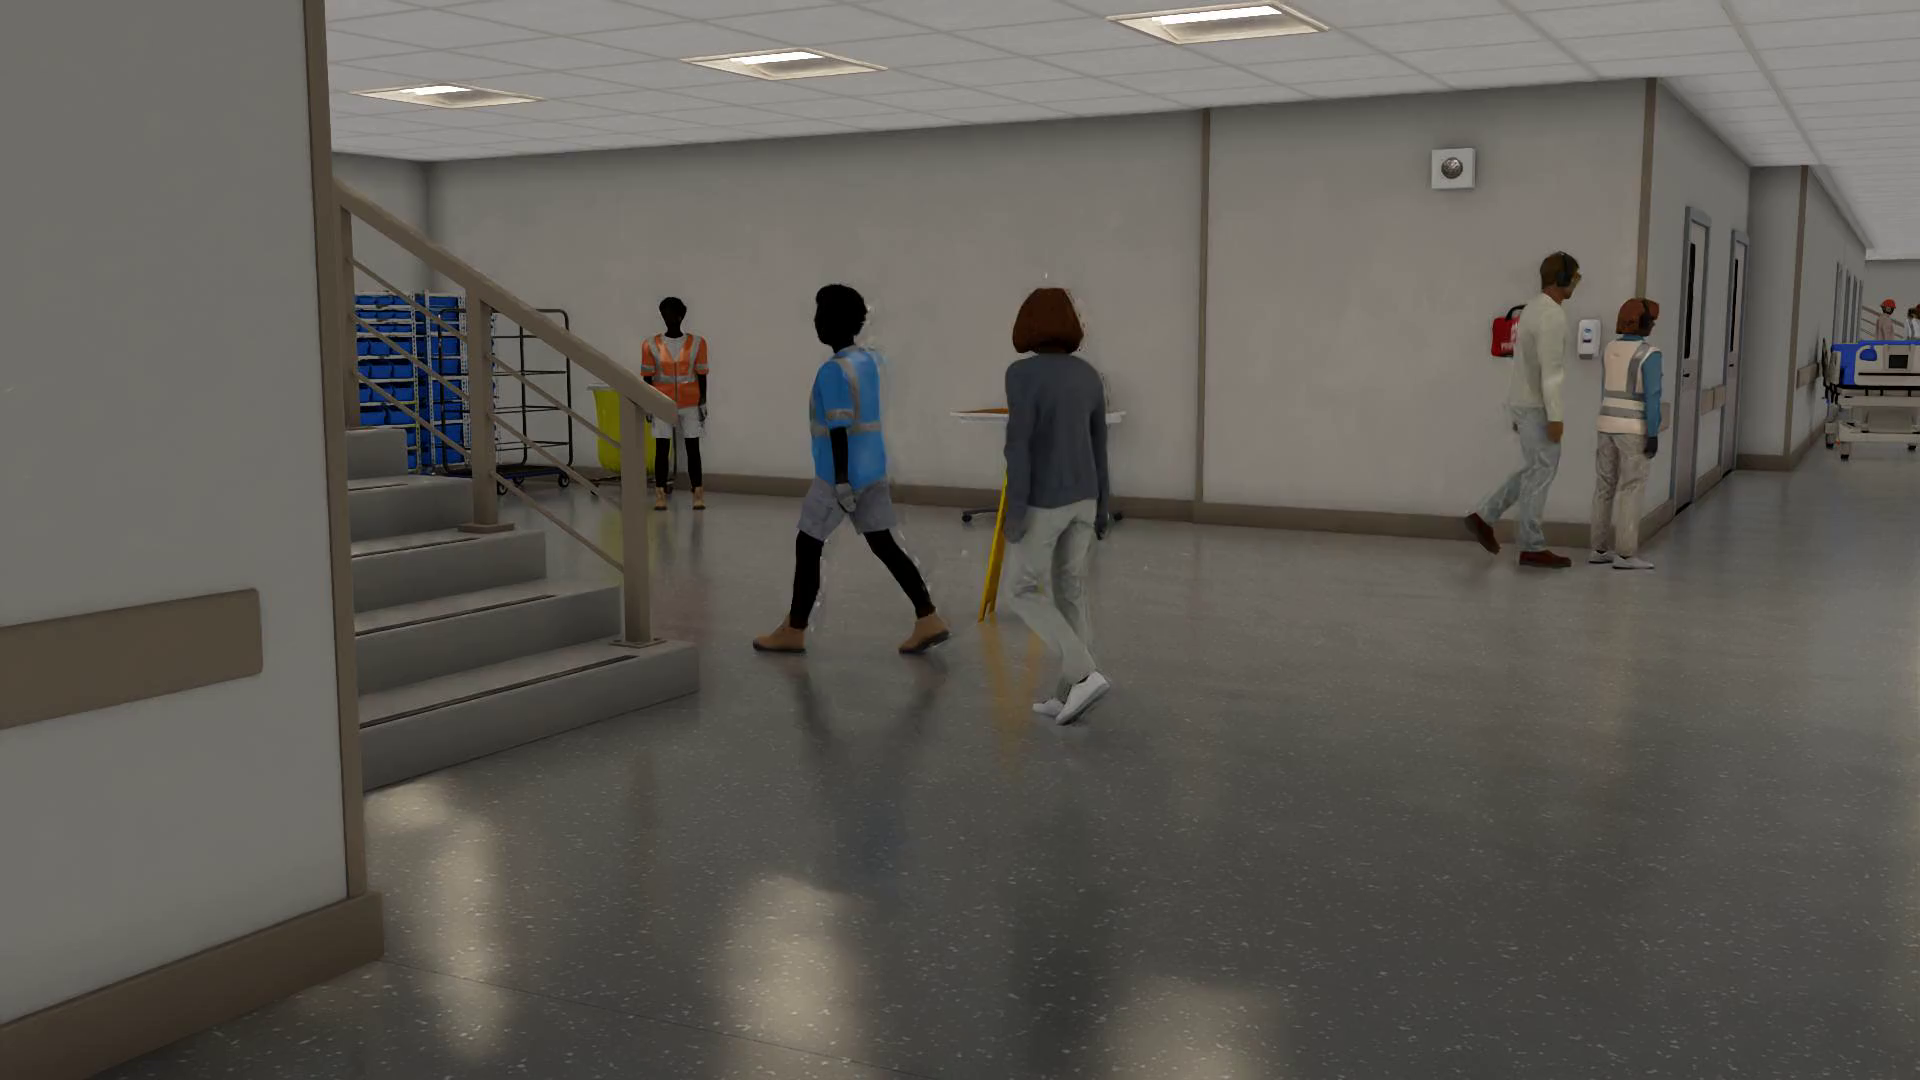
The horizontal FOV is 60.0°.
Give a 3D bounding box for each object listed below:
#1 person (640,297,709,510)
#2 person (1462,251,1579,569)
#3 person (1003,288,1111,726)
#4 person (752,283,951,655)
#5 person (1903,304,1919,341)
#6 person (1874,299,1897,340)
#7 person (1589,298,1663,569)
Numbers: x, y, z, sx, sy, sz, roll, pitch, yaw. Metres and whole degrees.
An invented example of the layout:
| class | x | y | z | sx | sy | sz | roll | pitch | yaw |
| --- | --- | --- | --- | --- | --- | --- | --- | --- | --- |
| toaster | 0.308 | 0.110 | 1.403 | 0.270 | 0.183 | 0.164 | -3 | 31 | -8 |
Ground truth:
| class | x | y | z | sx | sy | sz | roll | pitch | yaw |
| --- | --- | --- | --- | --- | --- | --- | --- | --- | --- |
| person | -2.248 | -1.068 | 13.137 | 0.536 | 1.688 | 0.324 | -1 | 8 | -11 |
| person | 3.444 | -0.792 | 10.149 | 0.589 | 1.918 | 0.629 | 3 | 8 | 20 |
| person | 0.385 | -0.113 | 6.060 | 0.526 | 1.606 | 0.479 | -7 | 10 | -44 |
| person | -0.458 | -0.304 | 7.356 | 0.872 | 1.656 | 0.532 | 3 | 8 | 21 |
| person | 18.912 | -3.724 | 32.809 | 0.574 | 1.883 | 0.355 | 2 | 8 | 17 |
| person | 19.414 | -4.054 | 34.925 | 0.384 | 1.993 | 0.609 | 1 | 8 | 10 |
| person | 4.023 | -0.639 | 10.038 | 0.318 | 1.628 | 0.512 | -3 | 8 | -19 |
